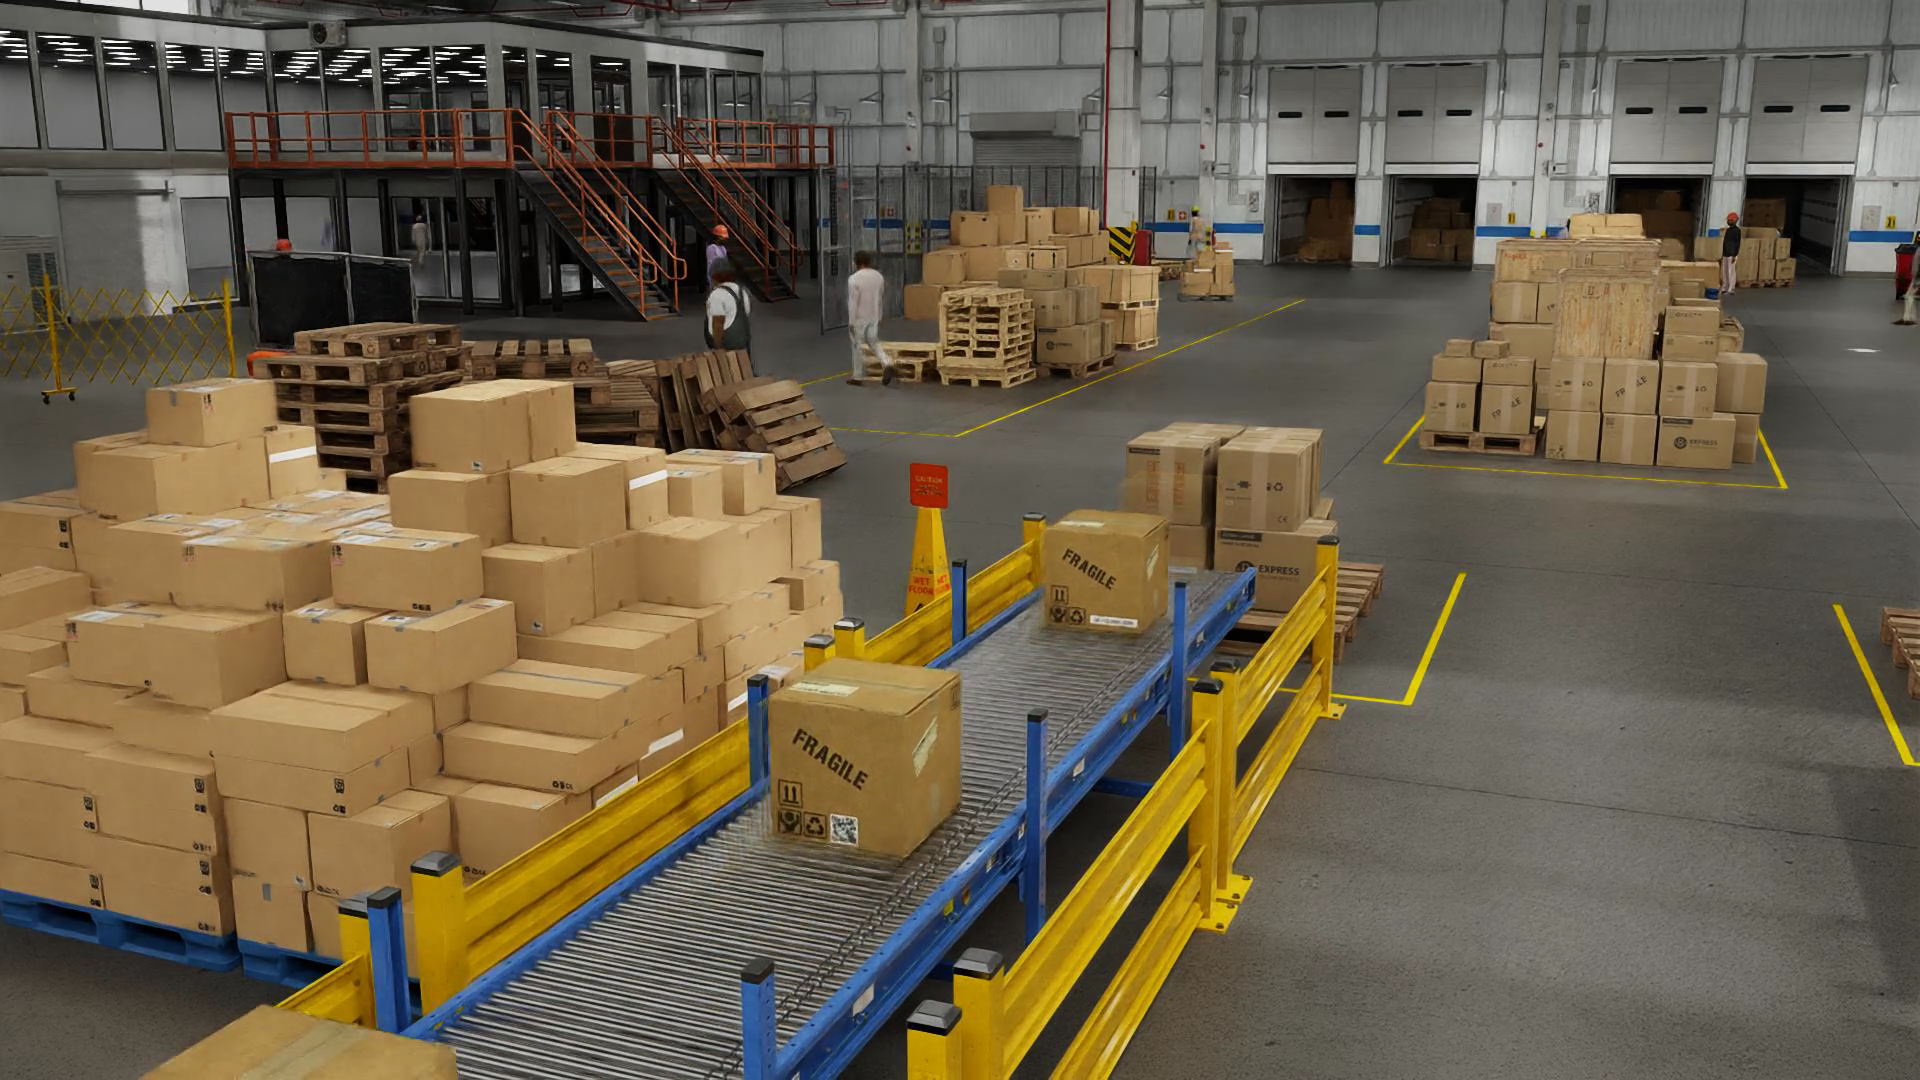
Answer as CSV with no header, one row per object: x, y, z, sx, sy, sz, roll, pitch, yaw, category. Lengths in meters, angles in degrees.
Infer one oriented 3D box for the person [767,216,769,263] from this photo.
-5.666,-8.597,48.095,0.626,1.846,0.429,-4,13,-17,person

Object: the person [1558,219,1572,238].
15.010,-7.076,41.341,0.522,1.816,0.647,12,17,42,person

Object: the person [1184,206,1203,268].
7.122,-9.227,50.761,0.627,1.901,0.655,-10,16,-37,person

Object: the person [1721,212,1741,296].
18.482,-6.857,39.947,0.385,1.994,0.613,-1,13,-4,person

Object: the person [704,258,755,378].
-2.722,-2.367,19.702,1.043,2.000,0.731,7,15,30,person

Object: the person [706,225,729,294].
-4.287,-4.602,29.746,0.392,2.033,0.605,3,13,15,person

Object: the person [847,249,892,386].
-1.286,-3.073,23.132,0.637,1.922,0.752,-11,17,-41,person

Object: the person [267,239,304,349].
-10.706,-3.852,26.654,0.836,1.904,0.583,2,13,8,person

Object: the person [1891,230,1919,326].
18.450,-5.074,32.286,0.539,1.849,0.539,5,14,23,person
